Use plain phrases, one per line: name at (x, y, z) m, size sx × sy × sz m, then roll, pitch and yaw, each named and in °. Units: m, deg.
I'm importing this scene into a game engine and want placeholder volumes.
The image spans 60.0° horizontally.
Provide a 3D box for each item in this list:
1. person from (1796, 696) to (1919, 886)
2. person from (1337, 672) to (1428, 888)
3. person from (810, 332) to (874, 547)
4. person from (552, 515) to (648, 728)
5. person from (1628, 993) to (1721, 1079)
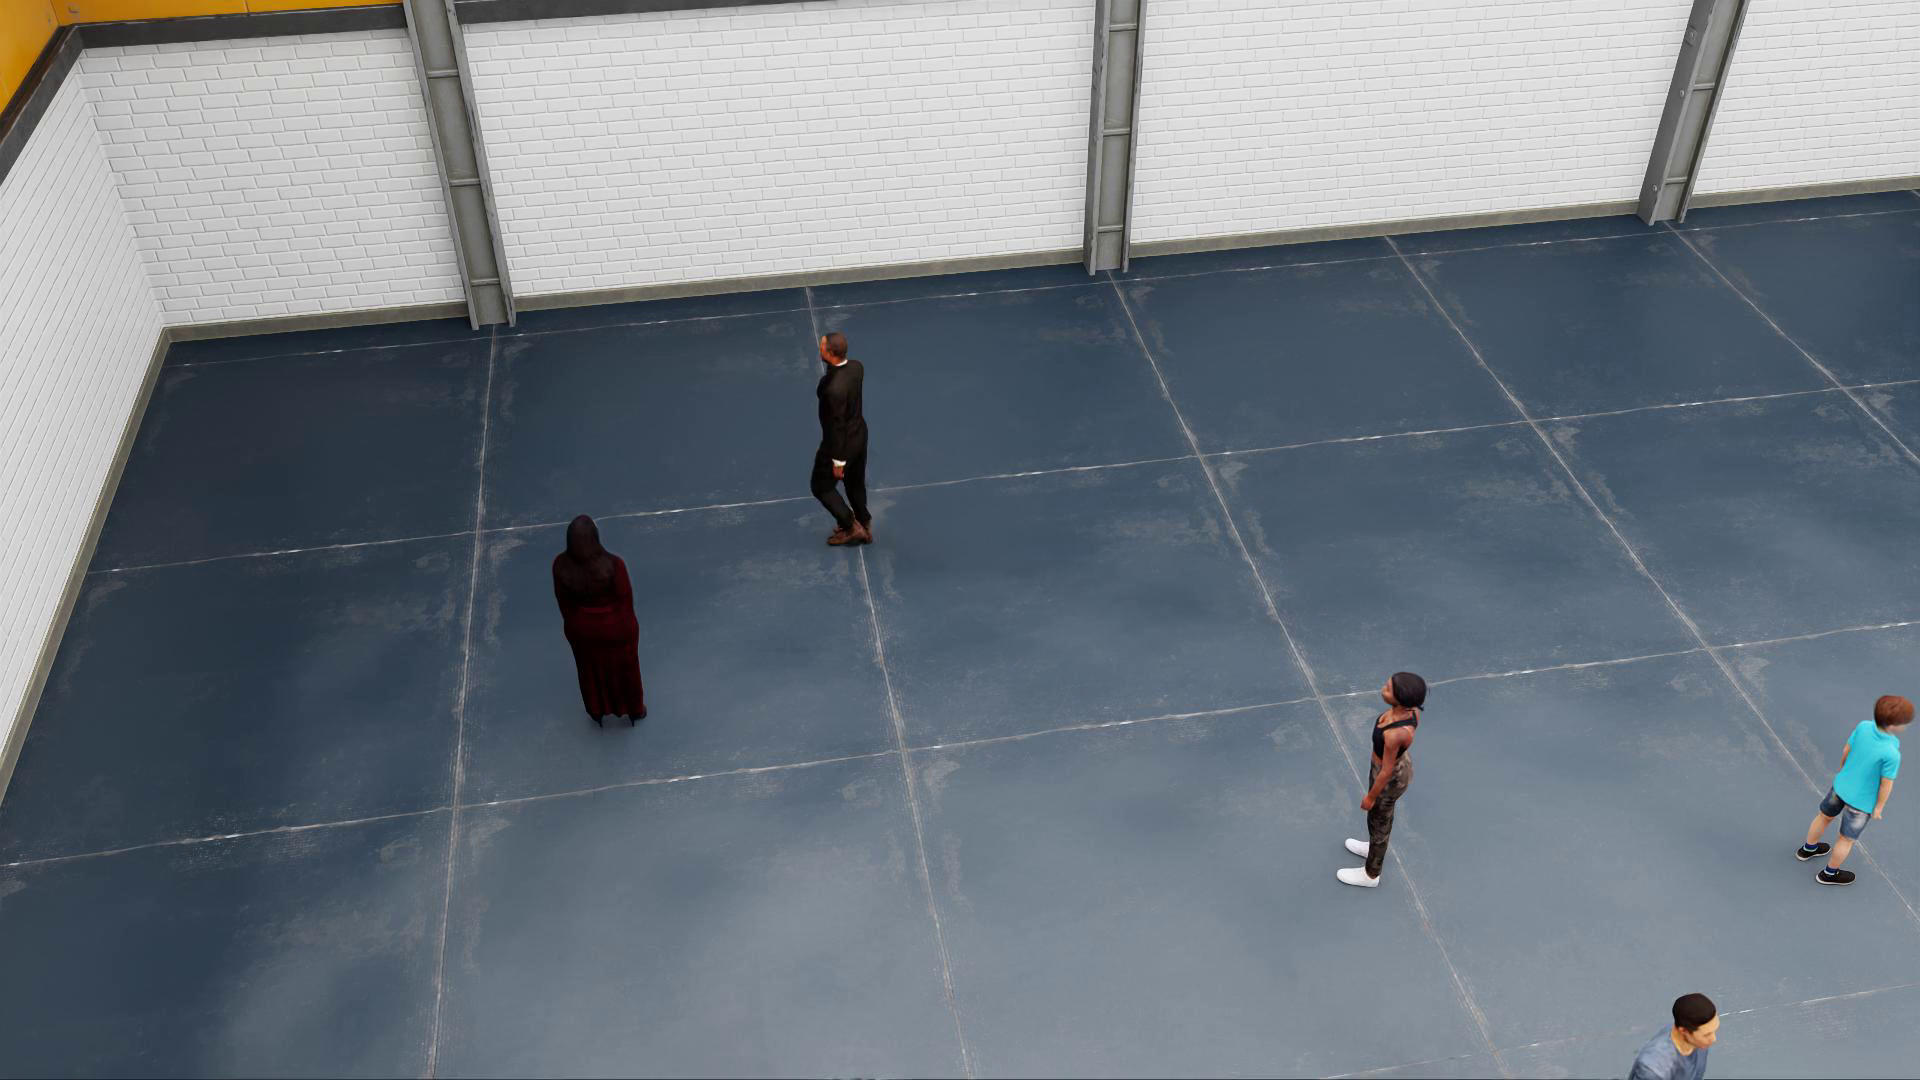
person at (5.503, 1.515, 10.196) m, size 0.479 × 1.447 × 0.529 m, roll -9°, pitch 39°, yaw -11°
person at (2.589, 1.441, 10.085) m, size 0.693 × 1.701 × 0.663 m, roll 15°, pitch 41°, yaw 18°
person at (-0.798, -0.713, 12.634) m, size 0.835 × 1.887 × 0.833 m, roll 11°, pitch 40°, yaw 13°
person at (-2.409, 0.572, 11.129) m, size 0.611 × 1.756 × 0.772 m, roll 1°, pitch 39°, yaw 1°
person at (3.361, 2.808, 8.290) m, size 0.759 × 1.805 × 0.855 m, roll -28°, pitch 47°, yaw -31°
